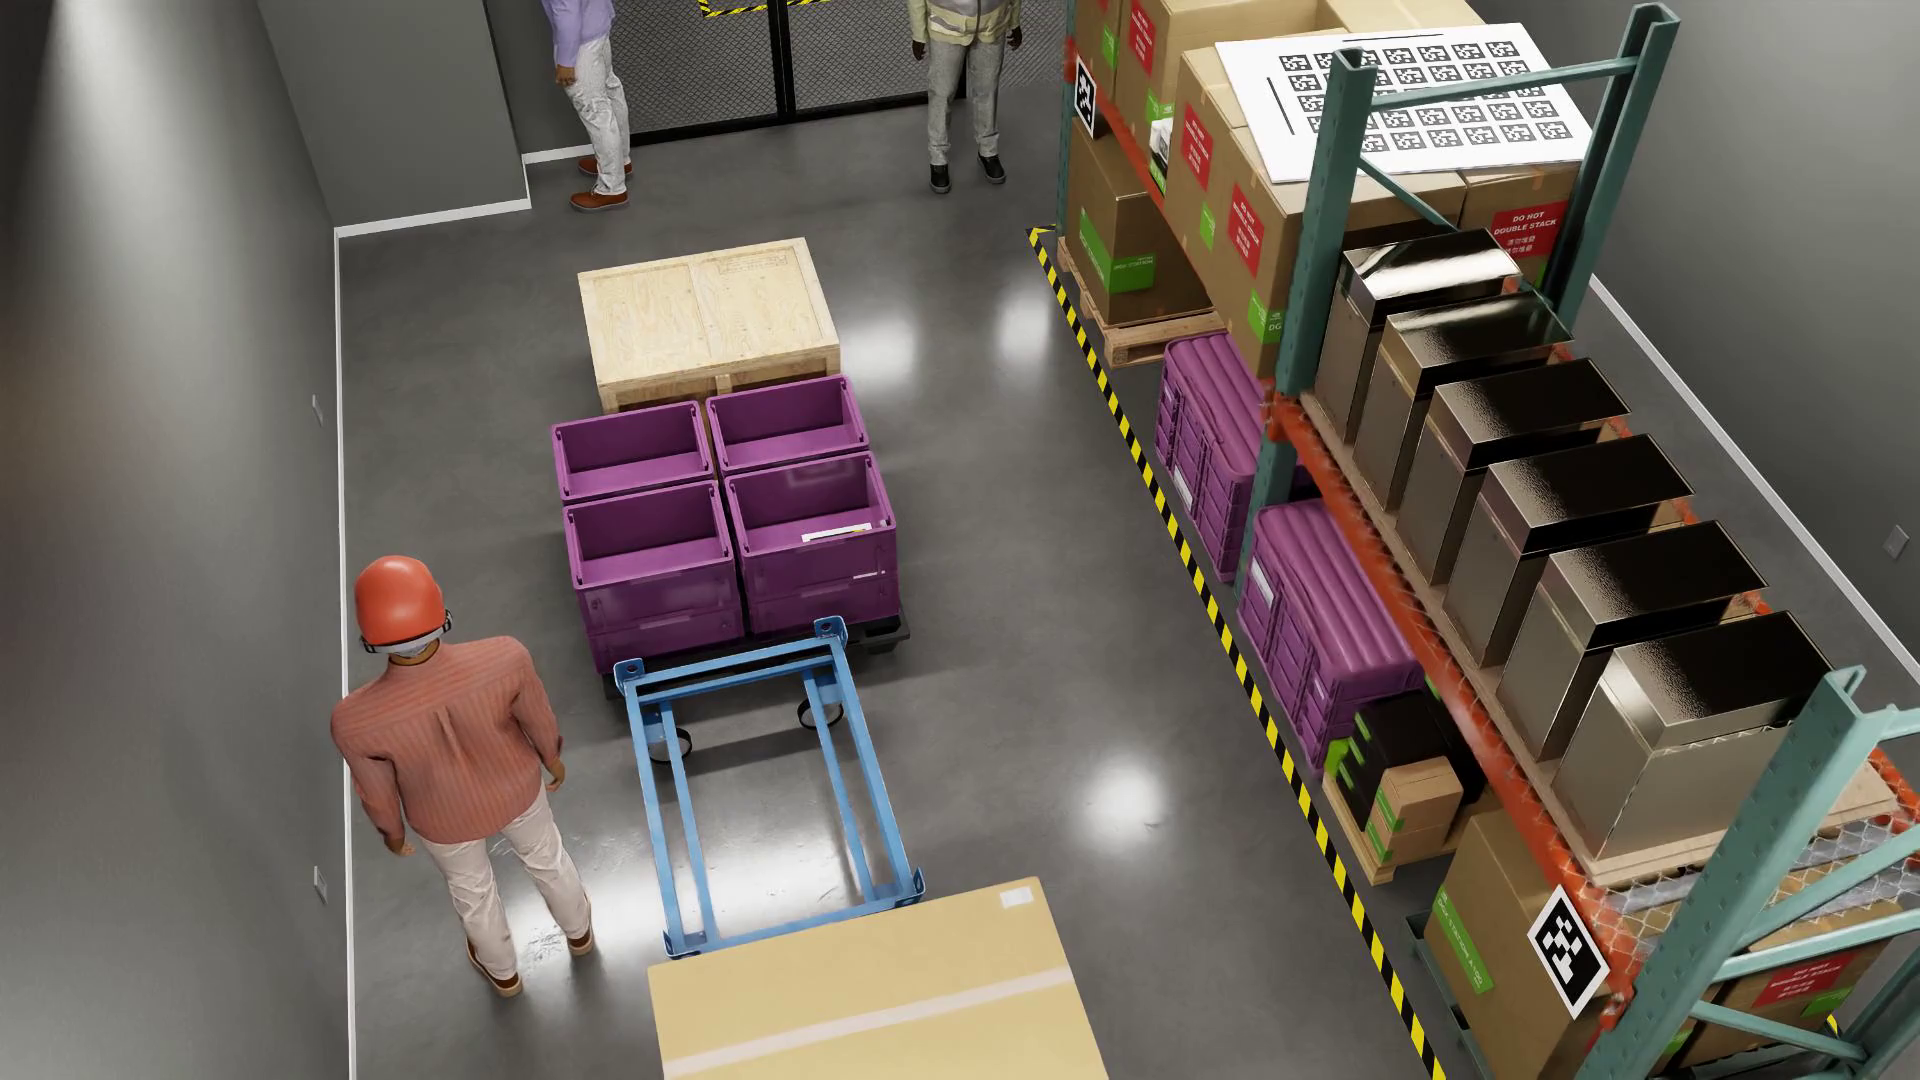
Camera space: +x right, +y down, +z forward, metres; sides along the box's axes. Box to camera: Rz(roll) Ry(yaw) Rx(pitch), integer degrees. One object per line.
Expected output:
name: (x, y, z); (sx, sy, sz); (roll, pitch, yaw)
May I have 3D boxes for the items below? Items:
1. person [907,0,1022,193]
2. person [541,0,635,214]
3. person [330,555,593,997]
person: (0.037, -2.597, 8.342); (0.600, 1.831, 0.404); (-12, 48, -10)
person: (-1.886, -2.517, 8.199); (0.369, 1.938, 0.631); (1, 47, 1)
person: (-1.515, 0.765, 5.146); (0.611, 1.996, 0.378); (-24, 52, -21)
